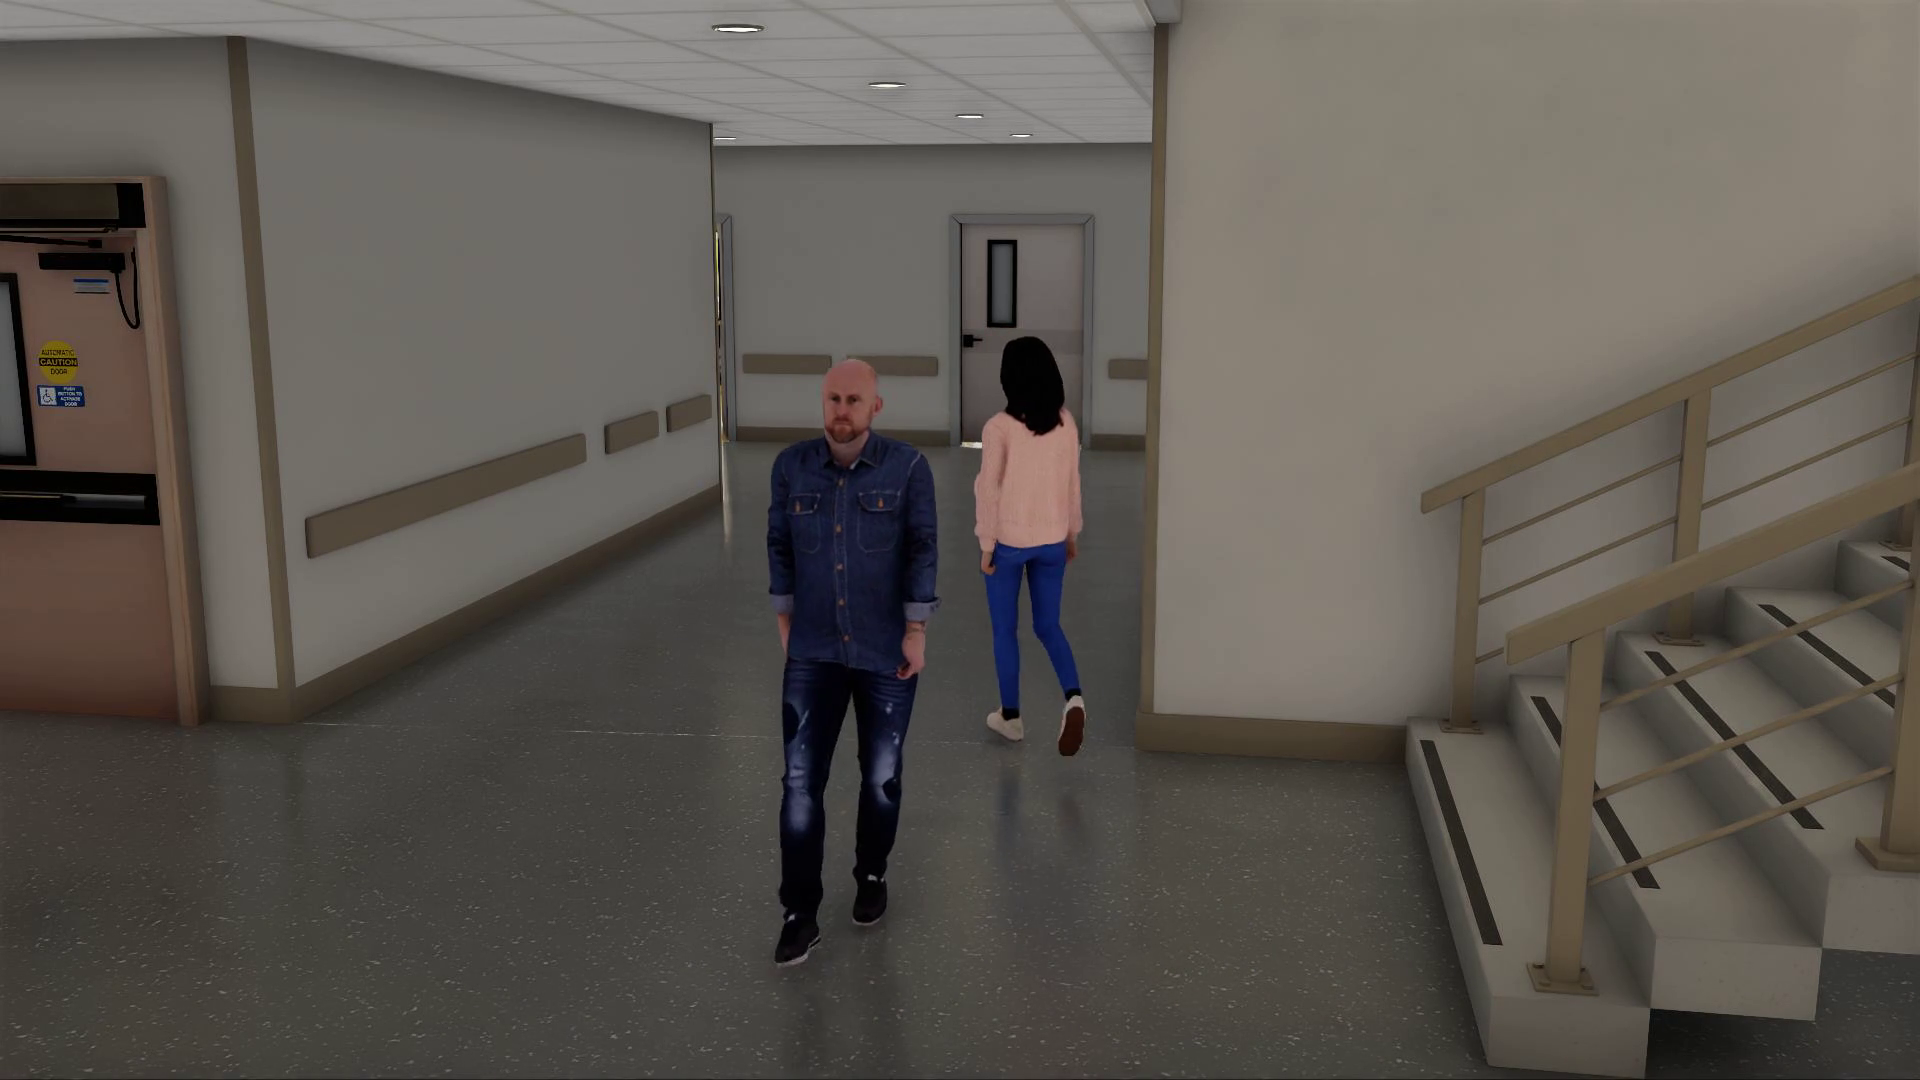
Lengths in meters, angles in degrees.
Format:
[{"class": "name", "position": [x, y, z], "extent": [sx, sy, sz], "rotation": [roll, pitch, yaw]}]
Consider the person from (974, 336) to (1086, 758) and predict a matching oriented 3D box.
[{"class": "person", "position": [0.313, 0.056, 6.868], "extent": [1.106, 1.747, 1.052], "rotation": [-4, 12, -21]}]

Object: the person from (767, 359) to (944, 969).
[{"class": "person", "position": [-0.318, 0.346, 5.206], "extent": [0.899, 1.797, 0.824], "rotation": [1, 11, 4]}]
